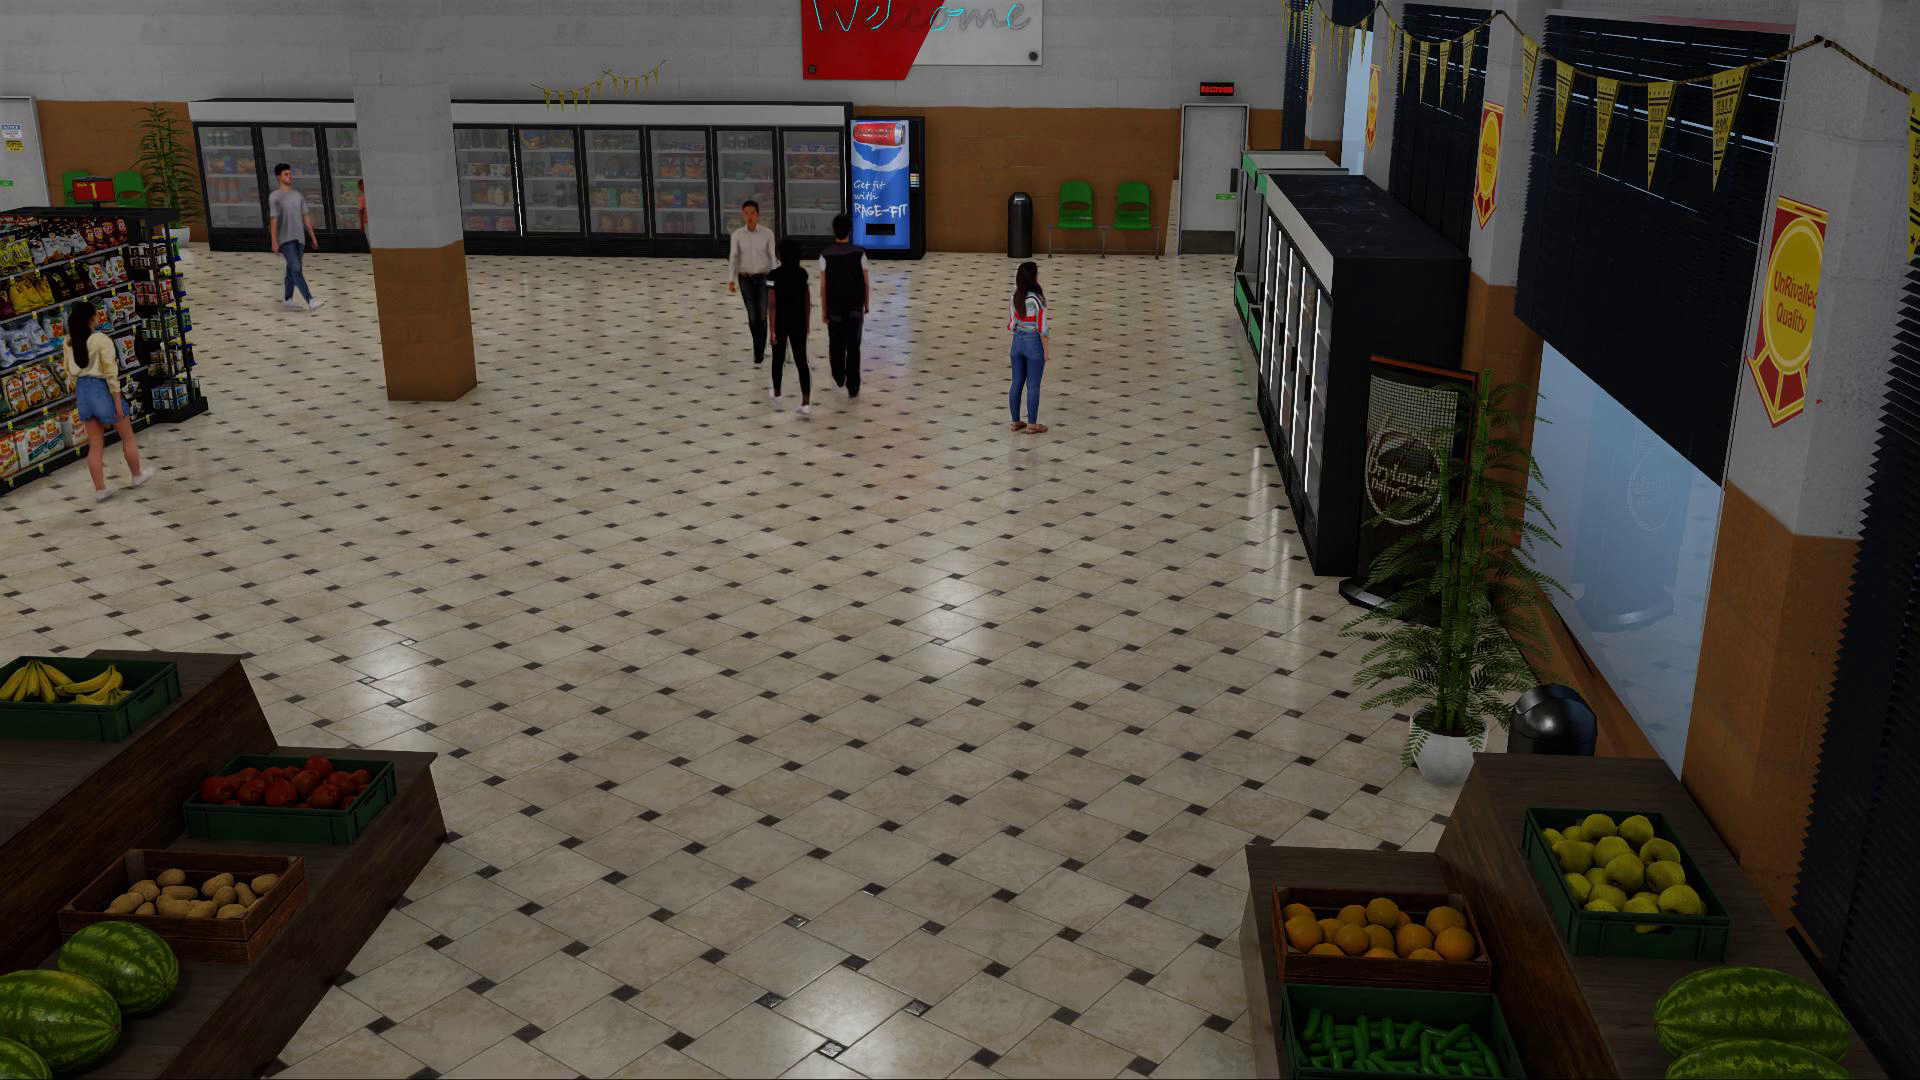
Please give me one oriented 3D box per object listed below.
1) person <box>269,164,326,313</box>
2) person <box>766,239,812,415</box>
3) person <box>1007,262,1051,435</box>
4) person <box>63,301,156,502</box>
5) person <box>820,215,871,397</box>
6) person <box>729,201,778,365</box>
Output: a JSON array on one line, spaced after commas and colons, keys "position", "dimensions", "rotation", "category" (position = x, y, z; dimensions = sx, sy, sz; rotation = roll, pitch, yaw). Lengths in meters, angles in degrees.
[{"position": [-8.639, -3.849, 21.303], "dimensions": [0.969, 1.856, 1.086], "rotation": [8, 20, 23], "category": "person"}, {"position": [-1.619, -2.024, 16.163], "dimensions": [1.033, 1.681, 1.268], "rotation": [-9, 21, -25], "category": "person"}, {"position": [0.635, -1.817, 15.656], "dimensions": [0.667, 1.612, 0.688], "rotation": [15, 24, 38], "category": "person"}, {"position": [-7.075, -1.106, 13.564], "dimensions": [0.682, 1.603, 0.895], "rotation": [3, 19, 8], "category": "person"}, {"position": [-1.152, -2.328, 16.861], "dimensions": [0.720, 1.811, 1.194], "rotation": [0, 19, -1], "category": "person"}, {"position": [-2.281, -2.872, 18.541], "dimensions": [0.740, 1.768, 1.135], "rotation": [-1, 19, -2], "category": "person"}]
